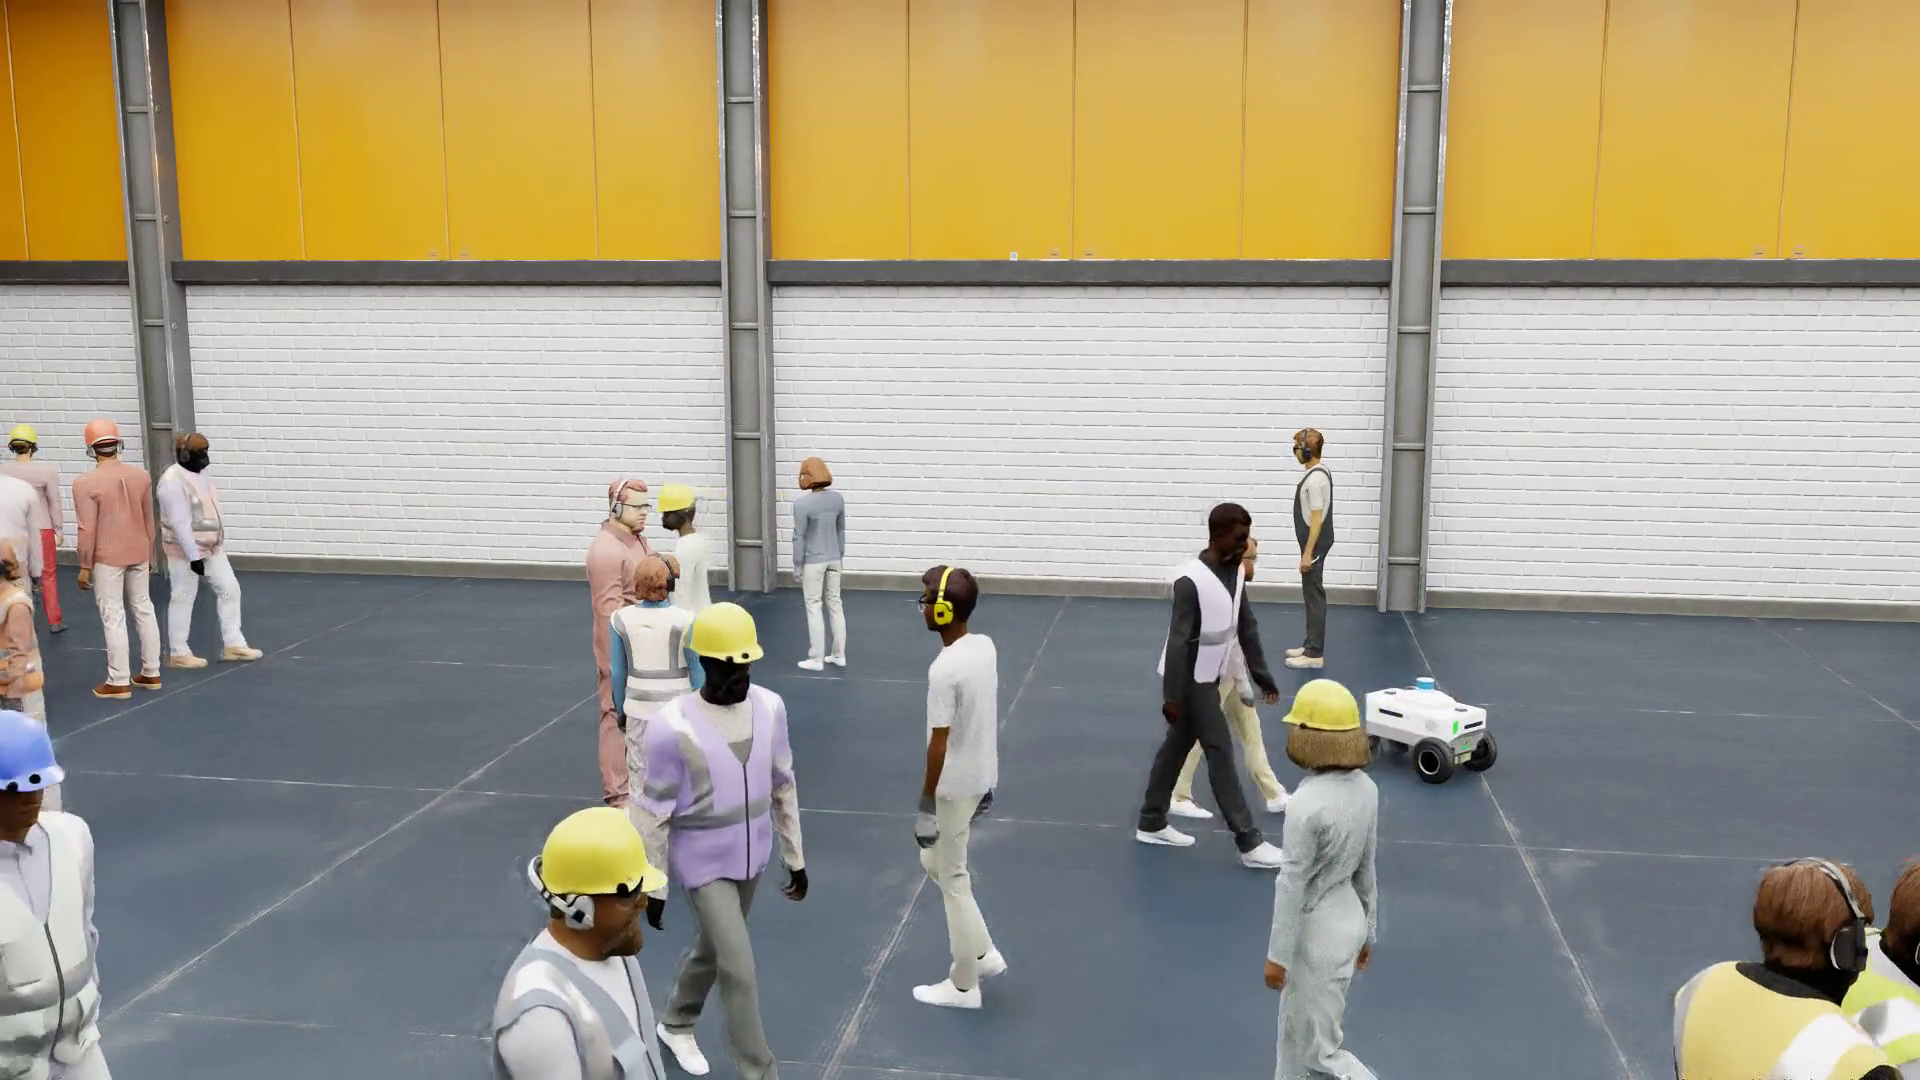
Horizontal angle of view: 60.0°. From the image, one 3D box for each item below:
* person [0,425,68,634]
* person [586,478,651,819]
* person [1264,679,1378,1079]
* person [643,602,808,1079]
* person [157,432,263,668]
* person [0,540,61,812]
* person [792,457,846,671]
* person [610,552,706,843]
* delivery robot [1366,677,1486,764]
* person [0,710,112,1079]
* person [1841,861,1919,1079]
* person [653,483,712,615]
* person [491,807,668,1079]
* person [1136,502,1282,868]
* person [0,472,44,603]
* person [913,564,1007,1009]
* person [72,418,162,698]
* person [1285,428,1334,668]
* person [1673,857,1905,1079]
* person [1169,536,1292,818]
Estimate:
[{"bbox_3d":[-7.763,-0.083,13.892,0.521,1.758,0.349,-2,9,-12],"label":"person"},{"bbox_3d":[-1.819,0.606,9.189,0.402,1.904,0.638,0,9,1],"label":"person"},{"bbox_3d":[1.253,1.307,5.431,0.755,1.715,0.484,7,11,36],"label":"person"},{"bbox_3d":[-0.864,1.133,6.012,0.971,1.885,0.602,8,12,42],"label":"person"},{"bbox_3d":[-5.720,0.088,12.651,0.779,1.811,0.636,1,9,4],"label":"person"},{"bbox_3d":[-5.123,0.807,8.789,0.550,1.612,0.659,7,12,38],"label":"person"},{"bbox_3d":[-1.070,0.178,12.686,0.294,1.622,0.495,9,13,43],"label":"person"},{"bbox_3d":[-1.497,0.877,8.317,0.514,1.641,0.309,2,9,13],"label":"person"},{"bbox_3d":[2.823,1.080,10.114,0.477,0.478,0.707,-7,12,-37],"label":"delivery robot"},{"bbox_3d":[-2.539,1.378,4.469,1.021,1.895,0.632,4,10,22],"label":"person"},{"bbox_3d":[2.019,1.557,3.672,0.666,1.801,0.641,4,10,25],"label":"person"},{"bbox_3d":[-1.589,0.518,10.196,0.565,1.741,0.550,0,9,-2],"label":"person"},{"bbox_3d":[-0.792,1.514,3.897,0.737,1.805,0.606,1,9,7],"label":"person"},{"bbox_3d":[1.341,0.730,8.518,0.977,1.858,0.624,5,11,30],"label":"person"},{"bbox_3d":[-6.667,0.244,11.467,0.670,1.884,0.603,-7,12,-37],"label":"person"},{"bbox_3d":[-0.045,1.015,6.785,0.385,1.859,0.548,4,10,21],"label":"person"},{"bbox_3d":[-6.012,0.131,11.839,0.392,1.991,0.612,4,10,25],"label":"person"},{"bbox_3d":[2.680,0.063,12.727,0.345,1.841,0.506,3,10,15],"label":"person"},{"bbox_3d":[1.698,1.570,3.488,0.496,1.823,0.653,-1,9,-5],"label":"person"},{"bbox_3d":[1.542,0.771,9.129,0.829,1.597,0.517,3,10,21],"label":"person"}]
